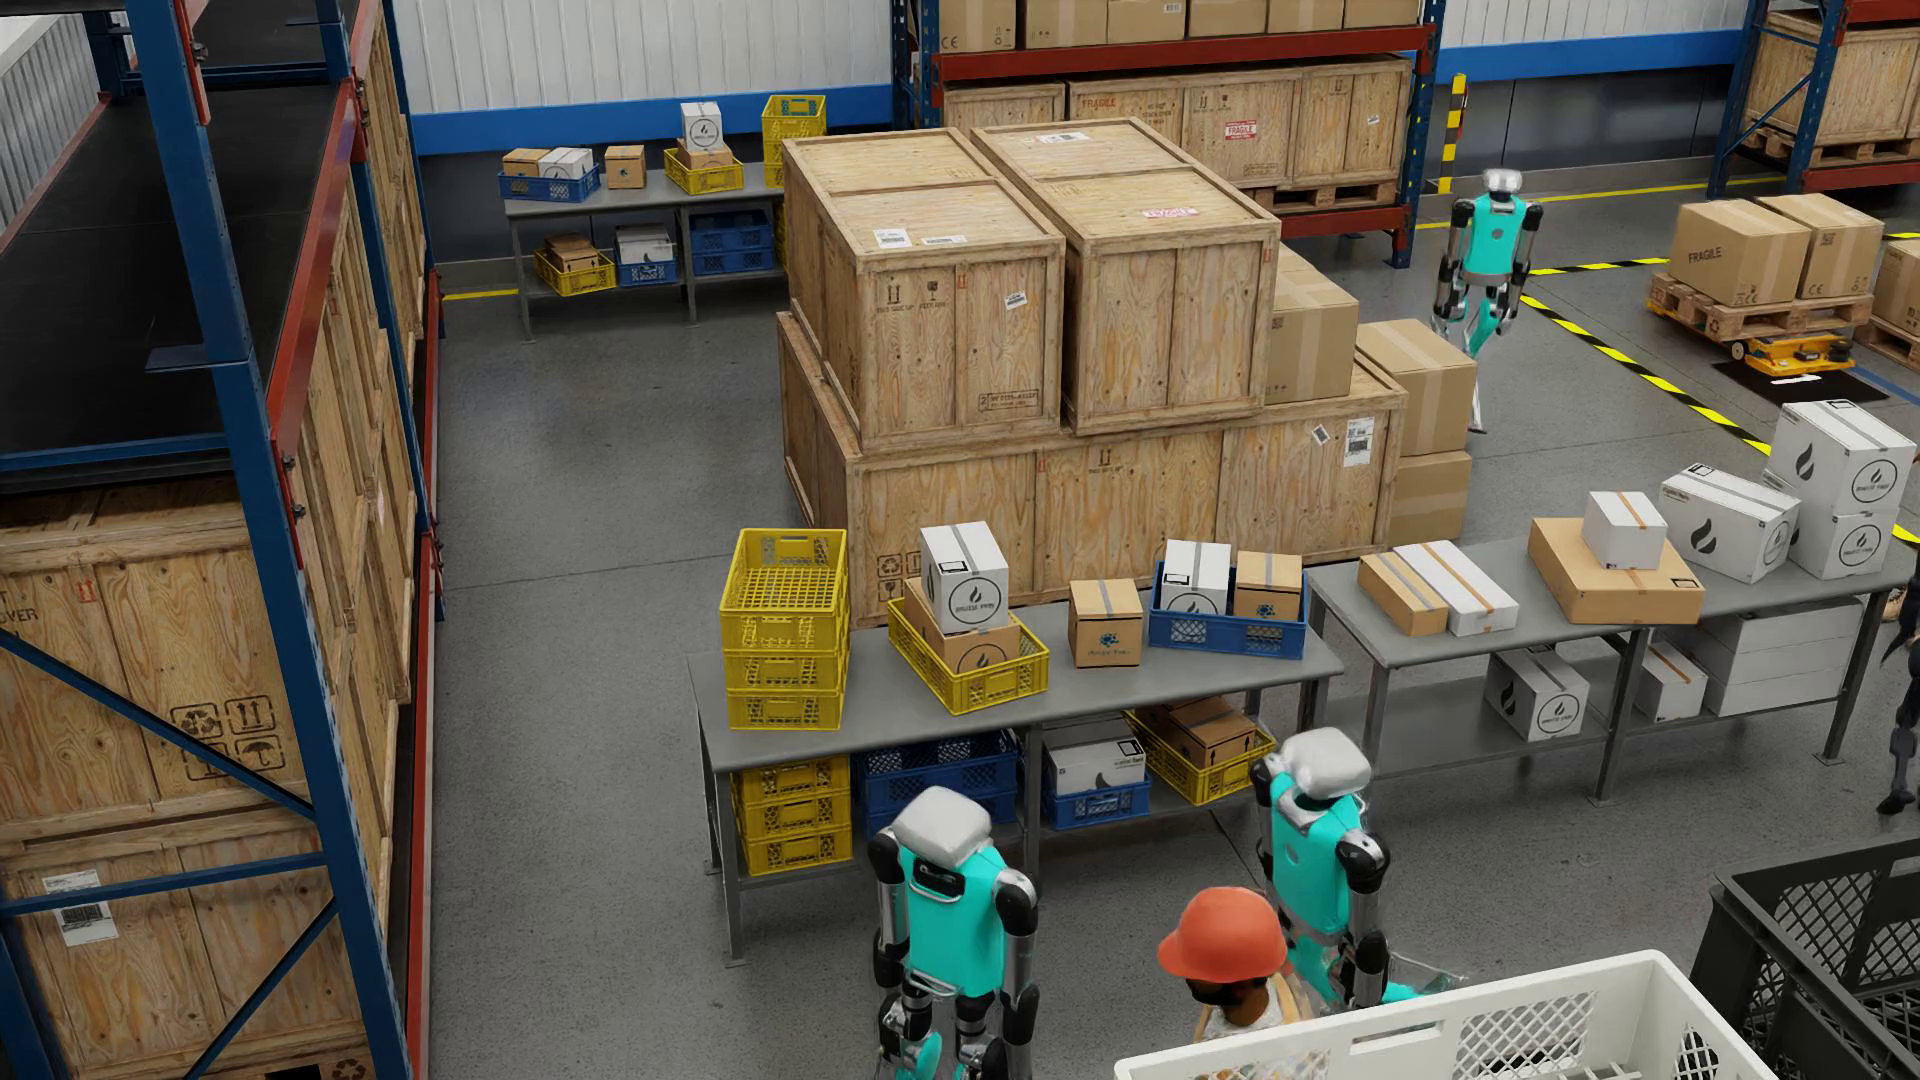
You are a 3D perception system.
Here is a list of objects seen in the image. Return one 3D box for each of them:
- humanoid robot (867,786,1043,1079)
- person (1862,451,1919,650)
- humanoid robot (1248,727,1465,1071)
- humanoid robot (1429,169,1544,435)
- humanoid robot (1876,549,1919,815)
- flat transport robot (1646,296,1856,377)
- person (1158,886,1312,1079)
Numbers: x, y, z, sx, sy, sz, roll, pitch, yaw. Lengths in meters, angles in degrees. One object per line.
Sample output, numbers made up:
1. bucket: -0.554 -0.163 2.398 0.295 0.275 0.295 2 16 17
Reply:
1. humanoid robot: -0.119 1.591 4.747 0.541 1.838 0.660 17 33 28
2. person: 4.853 -0.390 8.000 0.400 2.028 0.612 -5 29 -10
3. humanoid robot: 1.306 1.262 5.306 0.939 1.726 0.554 -15 32 -26
4. humanoid robot: 3.190 -1.519 10.363 0.546 1.727 1.027 1 29 3
5. humanoid robot: 4.146 0.466 6.813 0.585 1.636 0.494 14 32 24
6. flat transport robot: 5.636 -1.545 11.892 0.652 0.197 1.431 -7 30 -13
7. person: 0.722 1.671 4.377 0.491 1.915 0.579 -1 29 -2
